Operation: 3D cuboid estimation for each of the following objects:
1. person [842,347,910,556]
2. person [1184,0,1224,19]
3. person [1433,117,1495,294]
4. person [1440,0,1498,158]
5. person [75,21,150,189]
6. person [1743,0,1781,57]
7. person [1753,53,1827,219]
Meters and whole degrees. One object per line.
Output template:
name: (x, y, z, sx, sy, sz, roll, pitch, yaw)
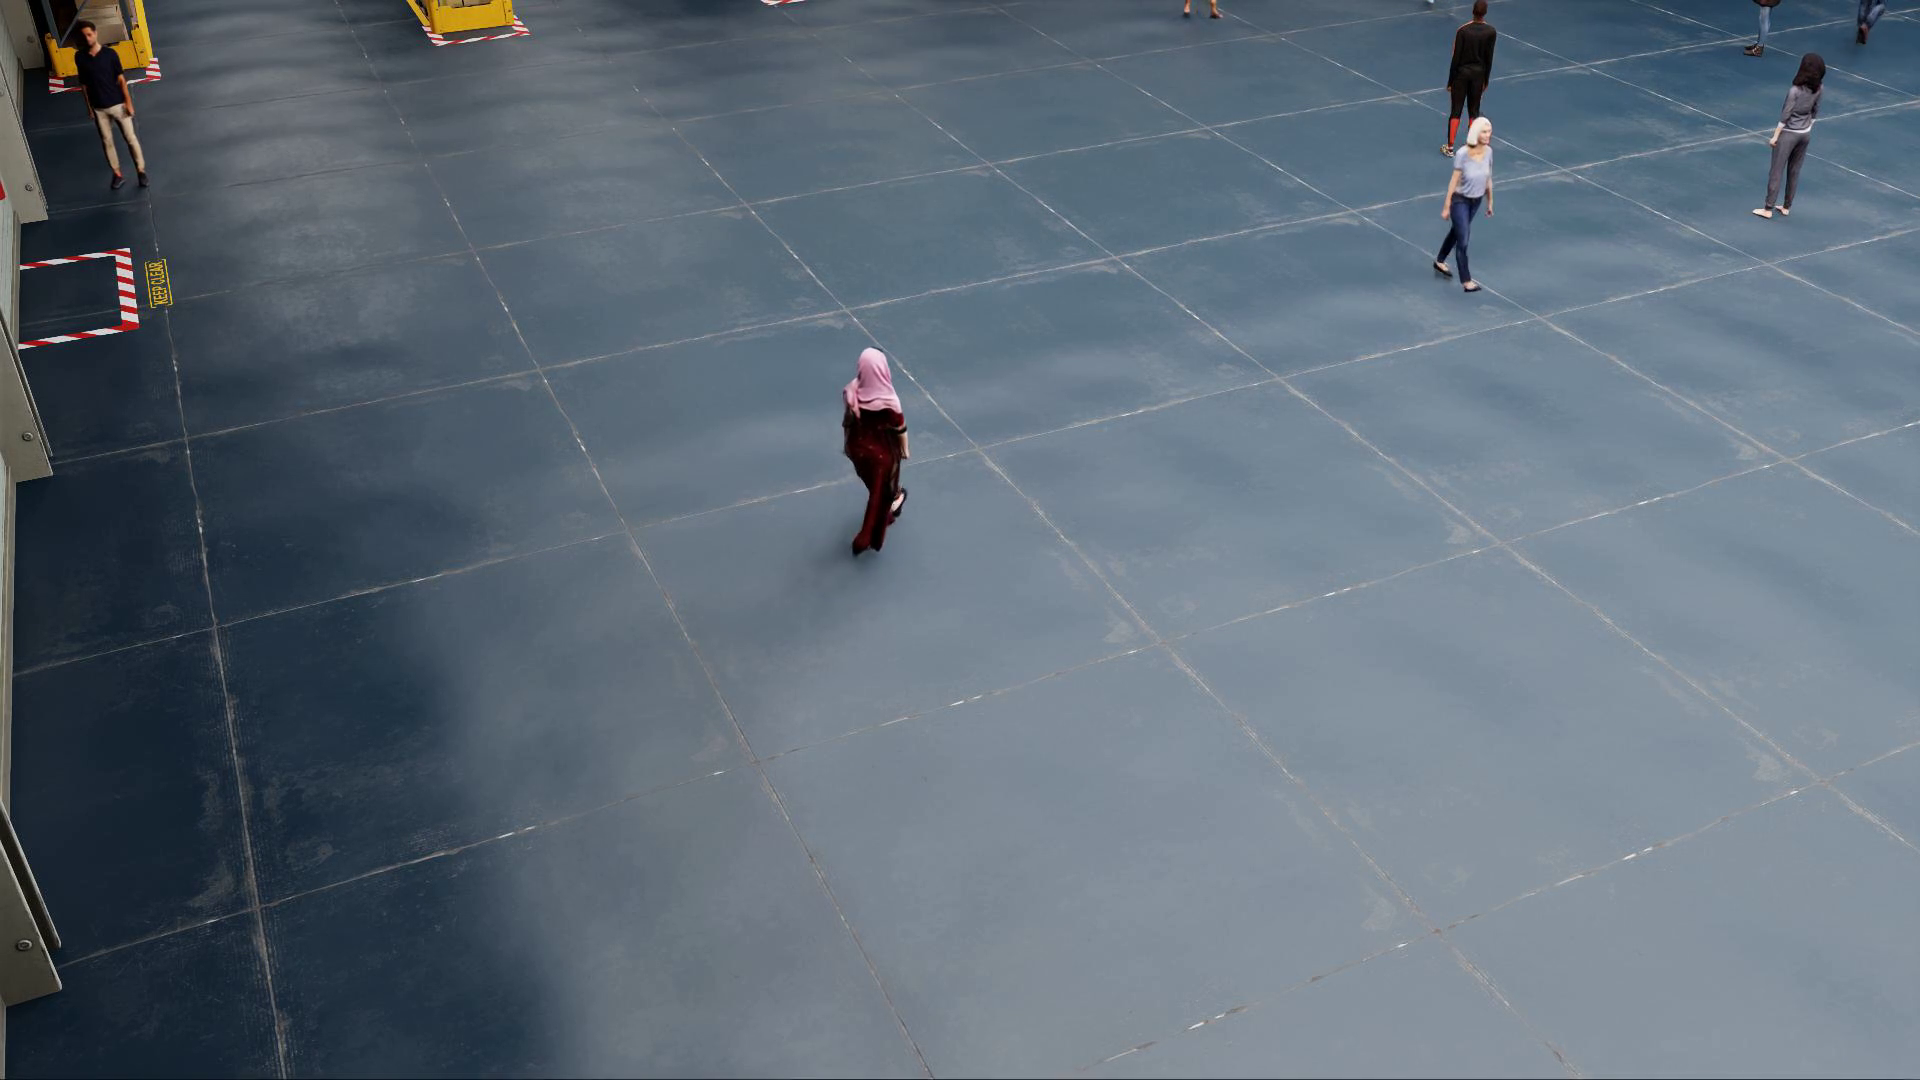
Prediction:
person: (-0.665, -0.616, 12.225, 1.091, 1.589, 1.066, 17, 37, 25)
person: (3.514, -8.476, 24.233, 0.657, 1.675, 0.985, -16, 36, -23)
person: (4.896, -3.318, 16.297, 0.587, 1.680, 1.064, -14, 35, -20)
person: (5.921, -5.379, 19.350, 0.707, 1.807, 0.711, 3, 33, 4)
person: (-9.460, -4.847, 18.486, 0.668, 1.856, 0.598, -7, 34, -11)
person: (11.062, -7.465, 22.715, 0.777, 1.635, 0.741, 17, 37, 25)
person: (8.892, -4.310, 17.744, 0.631, 1.765, 0.570, -8, 34, -12)
